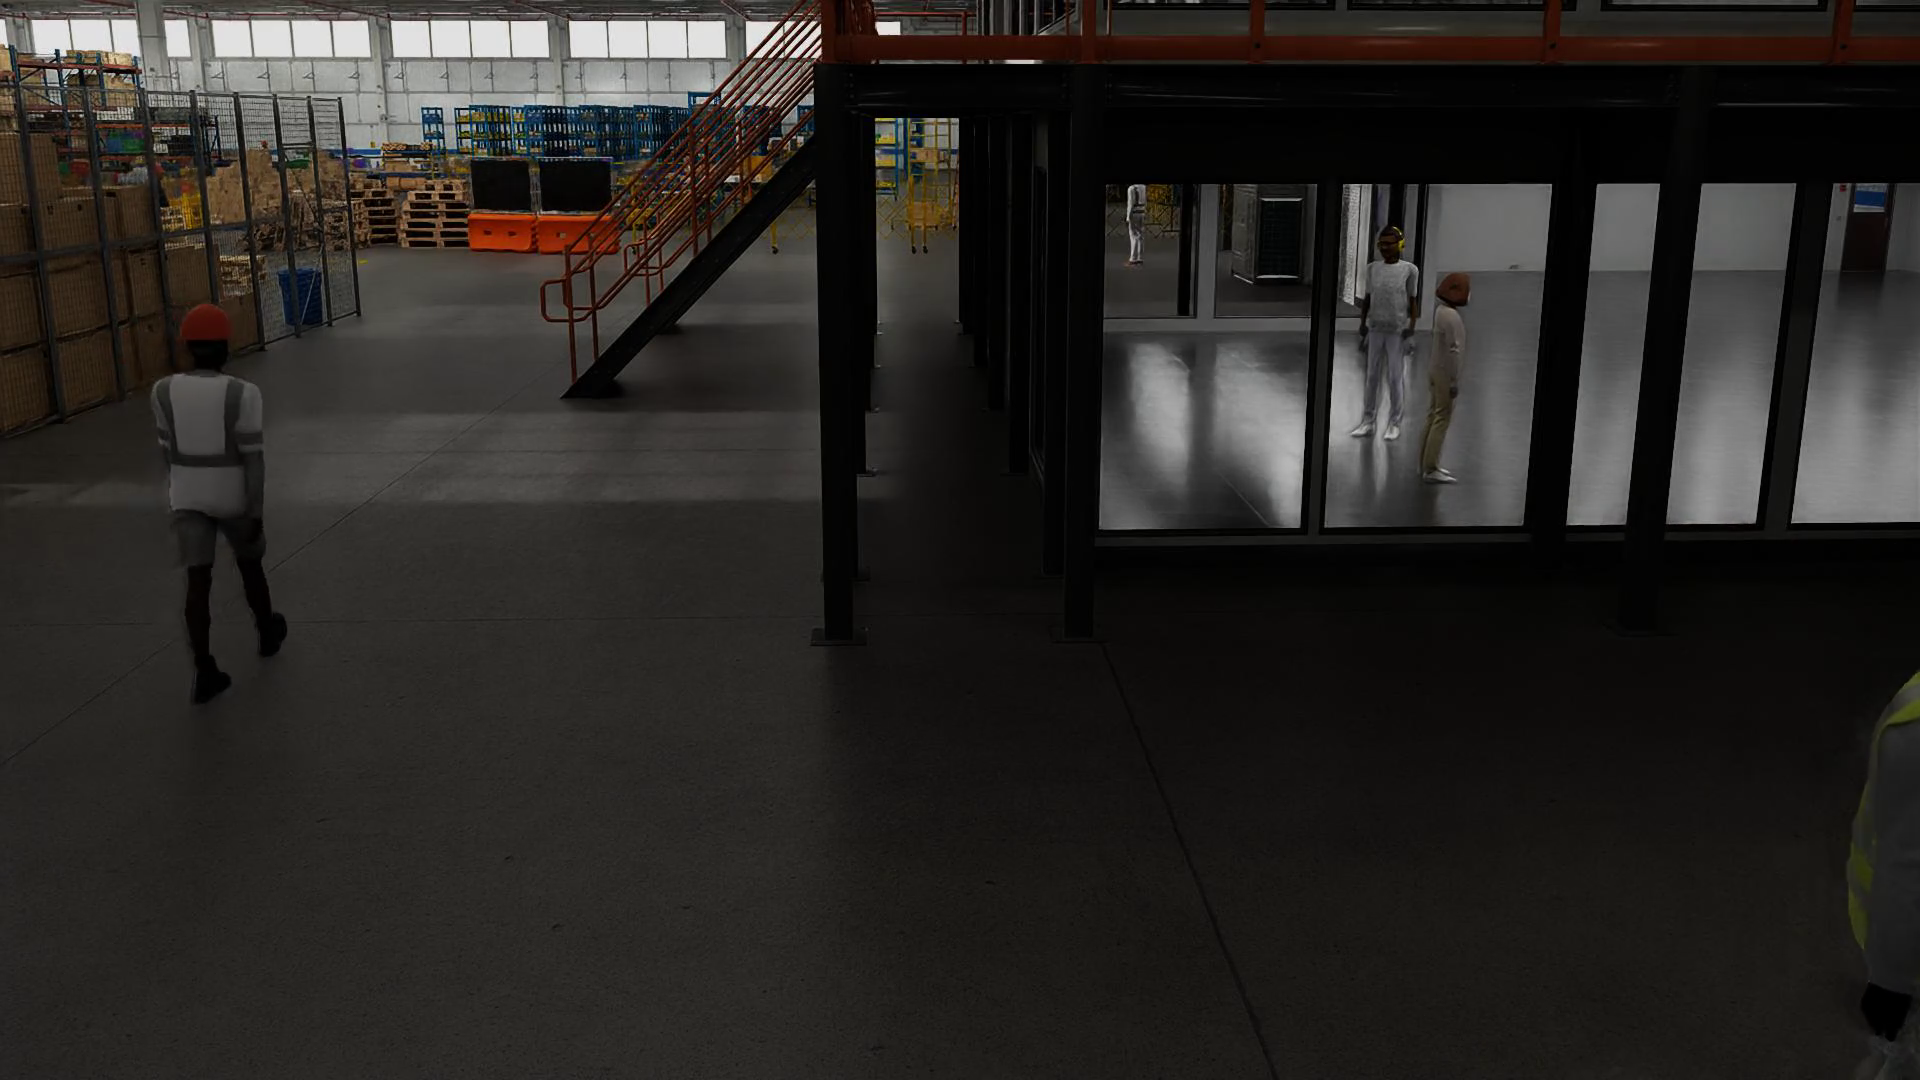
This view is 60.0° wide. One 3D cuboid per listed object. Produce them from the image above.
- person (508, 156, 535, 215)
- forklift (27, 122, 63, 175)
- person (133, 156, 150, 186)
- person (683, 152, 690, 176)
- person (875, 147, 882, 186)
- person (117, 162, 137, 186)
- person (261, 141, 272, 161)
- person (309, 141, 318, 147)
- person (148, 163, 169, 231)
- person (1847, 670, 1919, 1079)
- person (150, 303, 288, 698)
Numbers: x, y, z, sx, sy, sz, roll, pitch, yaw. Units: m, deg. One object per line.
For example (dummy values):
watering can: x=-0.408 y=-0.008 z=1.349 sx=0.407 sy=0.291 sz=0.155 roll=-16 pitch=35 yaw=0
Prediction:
person: x=-10.252 y=-7.991 z=39.075 sx=1.032 sy=1.985 sz=0.630 roll=5 pitch=15 yaw=20
forklift: x=-35.376 y=-14.773 z=64.377 sx=1.129 sy=2.768 sz=1.873 roll=-1 pitch=14 yaw=-2
person: x=-24.780 y=-10.733 z=50.457 sx=0.598 sy=1.788 sz=0.933 roll=0 pitch=14 yaw=-2
person: x=-10.638 y=-14.426 z=65.251 sx=0.315 sy=1.769 sz=0.524 roll=-13 pitch=19 yaw=-43
person: x=-3.906 y=-16.955 z=75.155 sx=0.964 sy=1.856 sz=0.678 roll=3 pitch=14 yaw=11
person: x=-24.170 y=-10.129 z=48.314 sx=0.546 sy=1.651 sz=0.883 roll=0 pitch=14 yaw=1
person: x=-31.580 y=-17.159 z=75.729 sx=0.610 sy=1.986 sz=0.392 roll=8 pitch=16 yaw=28
person: x=-36.305 y=-21.521 z=93.506 sx=0.464 sy=1.820 sz=0.667 roll=14 pitch=19 yaw=43
person: x=-15.572 y=-6.320 z=32.385 sx=0.379 sy=1.996 sz=0.611 roll=-9 pitch=17 yaw=-31
person: x=2.280 y=0.919 z=3.802 sx=0.653 sy=1.822 sz=0.450 roll=-13 pitch=19 yaw=-41
person: x=-3.673 y=-0.226 z=8.264 sx=0.544 sy=1.881 sz=1.011 roll=-1 pitch=14 yaw=-6
